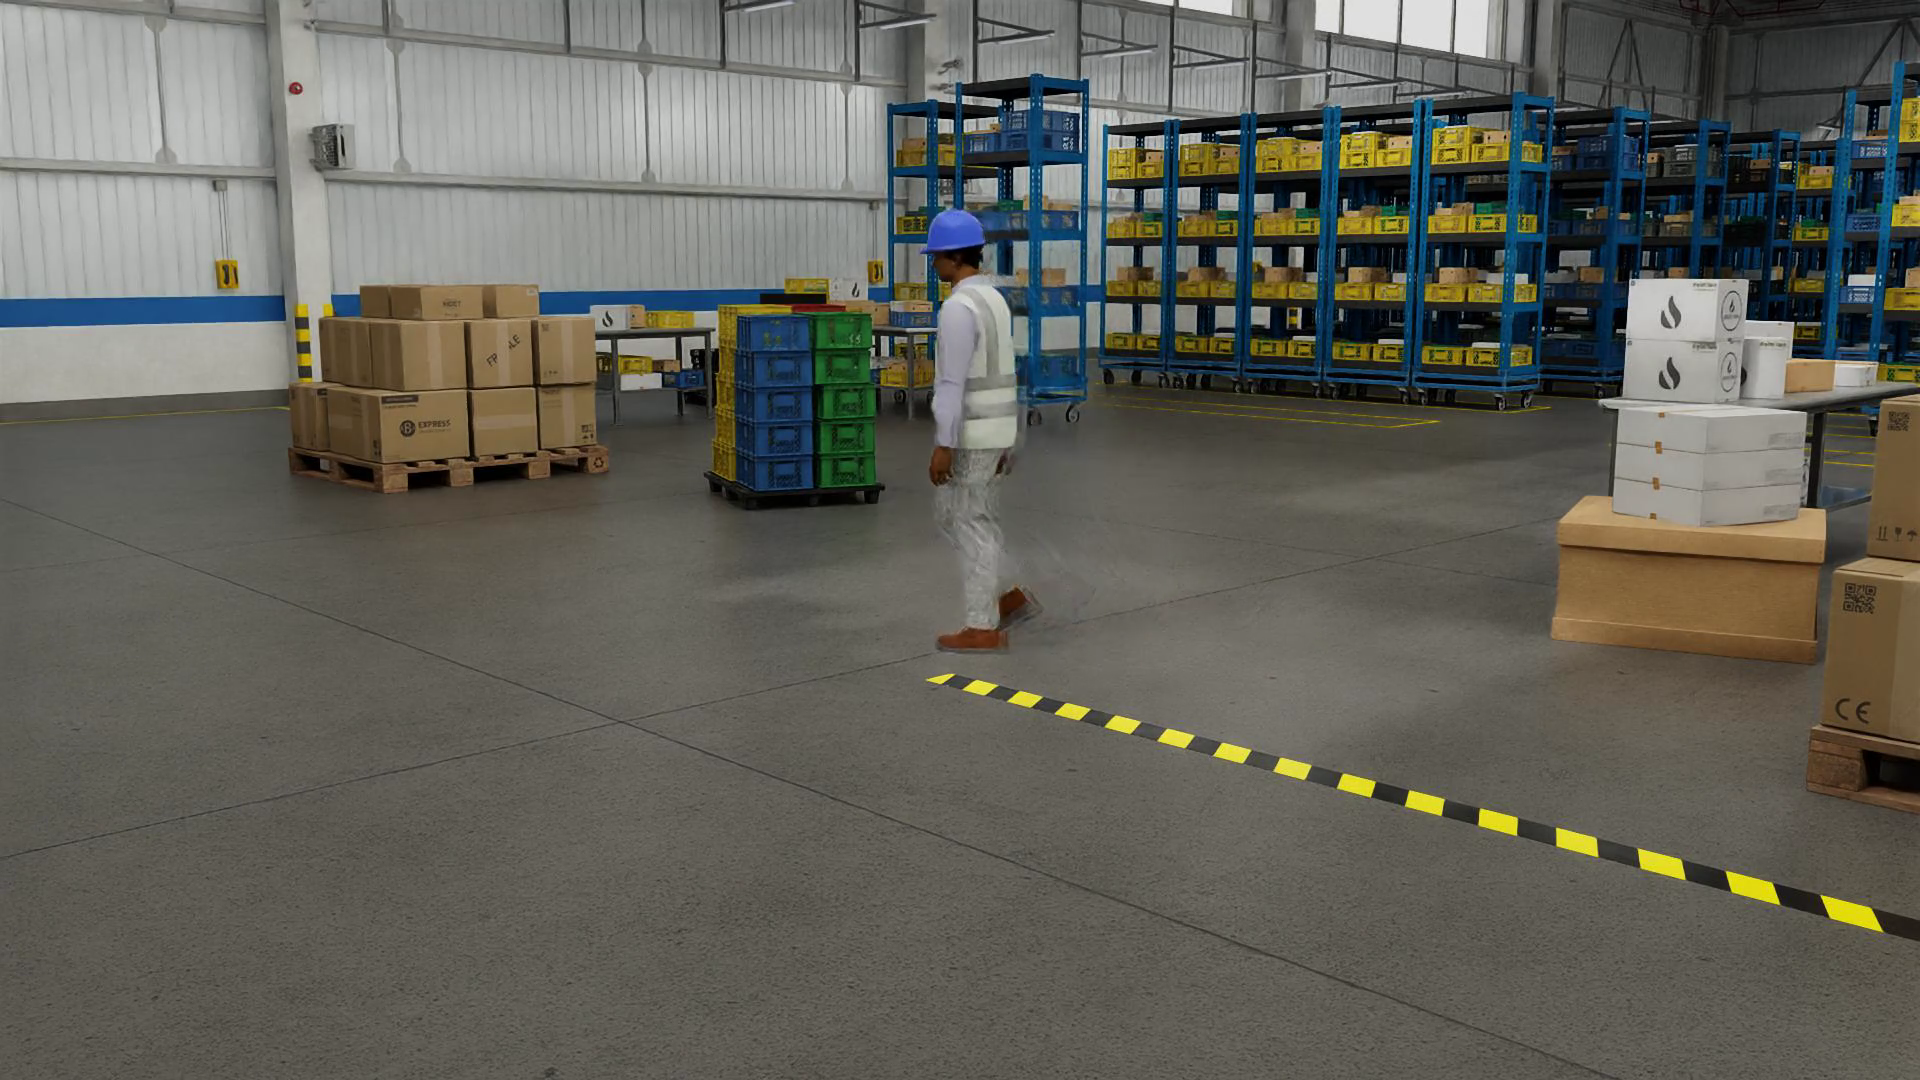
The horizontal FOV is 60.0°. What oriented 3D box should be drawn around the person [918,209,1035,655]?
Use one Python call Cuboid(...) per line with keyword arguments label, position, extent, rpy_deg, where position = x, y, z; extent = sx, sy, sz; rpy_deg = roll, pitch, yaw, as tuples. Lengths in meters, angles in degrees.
Cuboid(label="person", position=(0.032, -0.450, 7.201), extent=(0.449, 1.930, 0.603), rpy_deg=(2, 10, 13))
